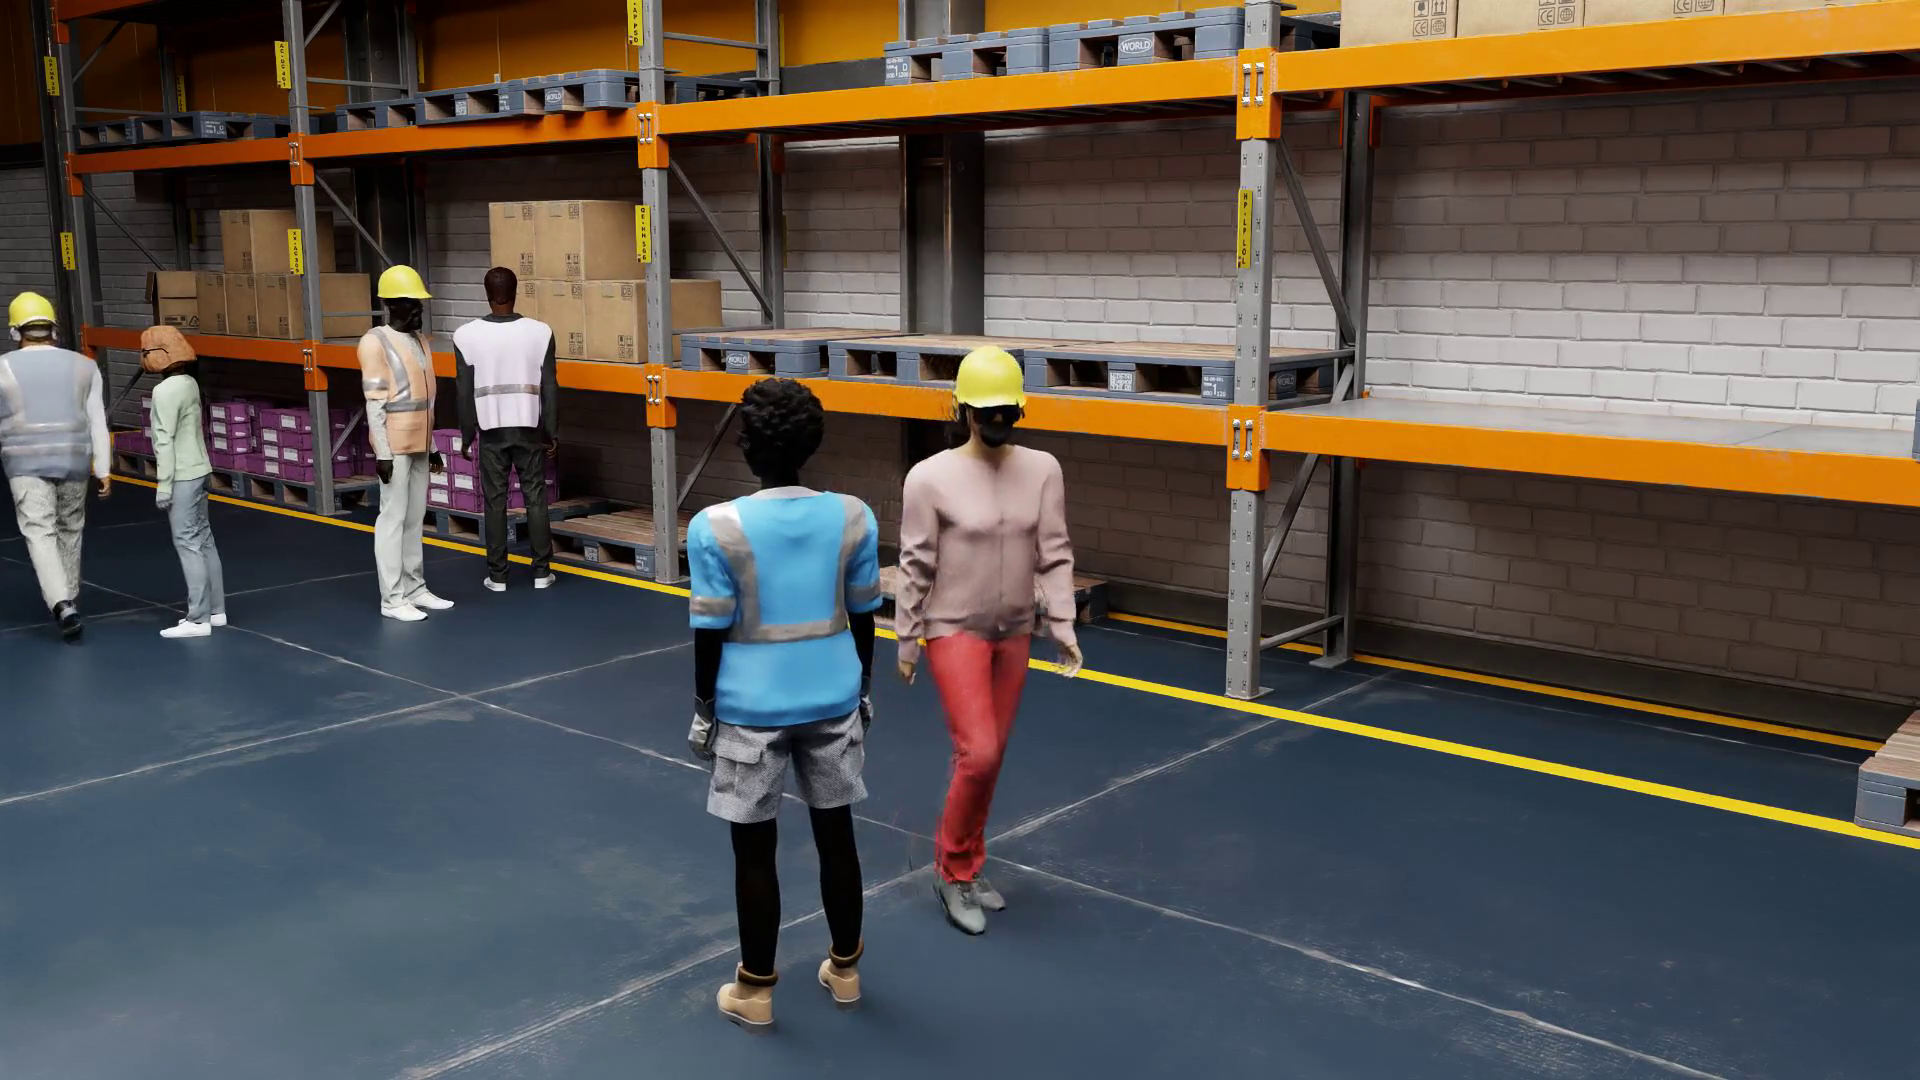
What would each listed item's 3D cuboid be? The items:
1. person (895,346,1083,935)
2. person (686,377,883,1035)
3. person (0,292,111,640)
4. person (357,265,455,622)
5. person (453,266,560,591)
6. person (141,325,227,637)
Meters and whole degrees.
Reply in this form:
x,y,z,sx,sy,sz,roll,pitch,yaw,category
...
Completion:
x,y,z,sx,sy,sz,roll,pitch,yaw,category
0.093,0.296,4.954,0.518,1.740,0.537,-6,12,-32,person
-0.453,0.429,4.315,0.541,1.696,0.316,-5,11,-28,person
-4.762,-0.387,8.692,0.600,1.802,0.852,-8,13,-40,person
-3.031,-0.530,9.118,0.371,1.929,0.585,2,10,11,person
-2.661,-0.646,9.824,0.590,1.915,0.392,-3,10,-18,person
-4.075,-0.306,8.712,0.284,1.624,0.494,-2,10,-9,person
